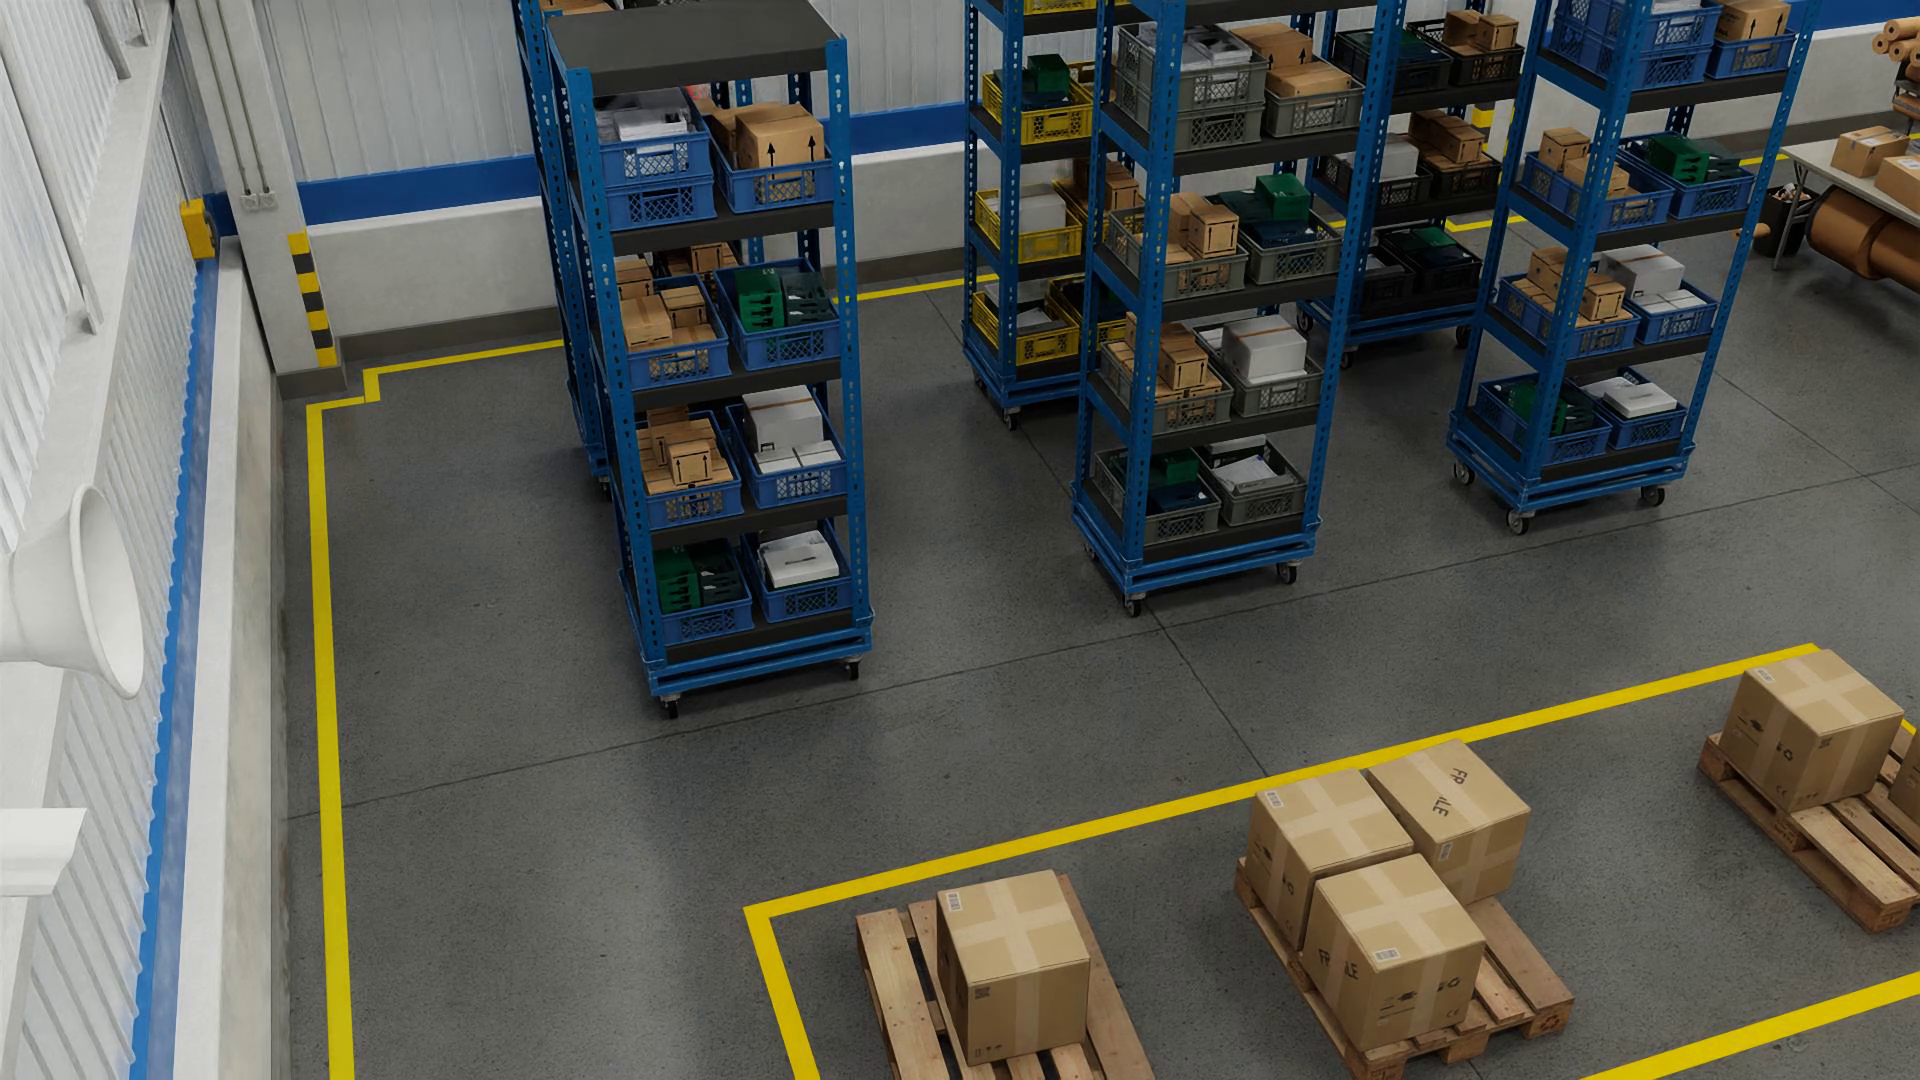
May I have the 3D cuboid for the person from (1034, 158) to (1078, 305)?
[{"bbox_3d":[0.790,-2.552,12.490,0.540,1.610,0.536,-6,36,-8],"label":"person"}]

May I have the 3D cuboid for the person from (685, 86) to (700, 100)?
[{"bbox_3d":[-1.889,-2.391,12.002,1.042,1.938,0.624,-17,39,-23],"label":"person"}]
